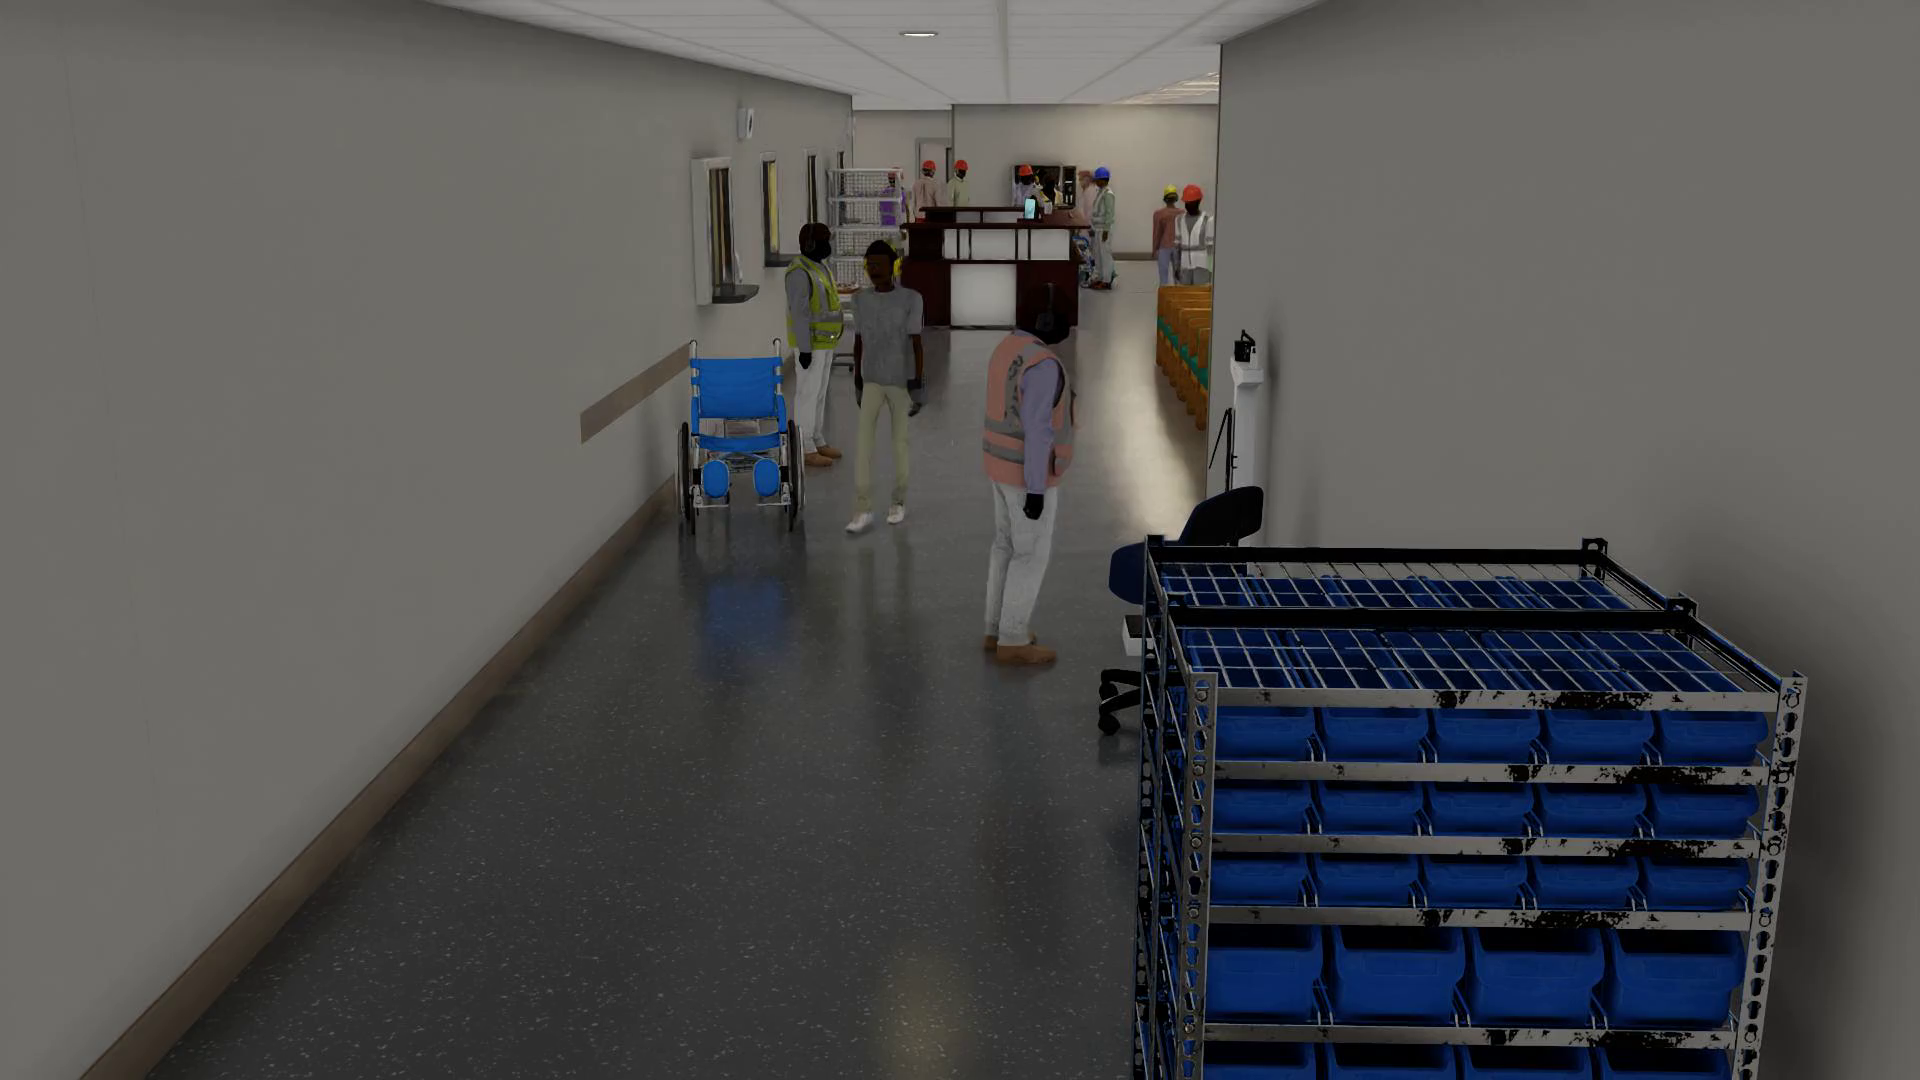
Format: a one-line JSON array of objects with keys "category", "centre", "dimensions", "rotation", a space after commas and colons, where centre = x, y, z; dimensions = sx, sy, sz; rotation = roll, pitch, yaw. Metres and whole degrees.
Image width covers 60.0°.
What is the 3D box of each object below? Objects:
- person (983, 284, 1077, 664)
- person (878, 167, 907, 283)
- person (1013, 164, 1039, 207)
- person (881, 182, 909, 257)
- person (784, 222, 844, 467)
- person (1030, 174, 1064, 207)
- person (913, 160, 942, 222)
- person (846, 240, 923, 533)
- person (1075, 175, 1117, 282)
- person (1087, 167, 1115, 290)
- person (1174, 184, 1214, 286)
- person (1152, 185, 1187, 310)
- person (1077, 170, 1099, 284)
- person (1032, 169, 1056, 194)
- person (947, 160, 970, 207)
[{"category": "person", "centre": [0.326, -0.310, 7.964], "dimensions": [0.432, 1.821, 0.659], "rotation": [-4, 14, -16]}, {"category": "person", "centre": [-1.060, -5.065, 26.998], "dimensions": [0.551, 1.934, 0.373], "rotation": [12, 19, 41]}, {"category": "person", "centre": [1.173, -5.729, 29.717], "dimensions": [0.550, 1.928, 0.389], "rotation": [10, 17, 34]}, {"category": "person", "centre": [-1.148, -5.592, 29.348], "dimensions": [0.509, 1.840, 0.347], "rotation": [-3, 14, -11]}, {"category": "person", "centre": [-1.101, -1.493, 12.702], "dimensions": [0.429, 1.840, 0.637], "rotation": [3, 14, 10]}, {"category": "person", "centre": [1.423, -4.985, 26.896], "dimensions": [0.625, 1.838, 0.430], "rotation": [-7, 16, -27]}, {"category": "person", "centre": [-0.587, -5.936, 30.441], "dimensions": [0.609, 1.986, 0.410], "rotation": [8, 16, 29]}, {"category": "person", "centre": [-0.477, -0.959, 10.540], "dimensions": [0.516, 1.842, 0.804], "rotation": [3, 14, 11]}, {"category": "person", "centre": [2.236, -5.178, 27.757], "dimensions": [0.932, 1.802, 0.555], "rotation": [8, 16, 30]}, {"category": "person", "centre": [2.290, -4.995, 26.689], "dimensions": [0.387, 1.948, 0.601], "rotation": [-3, 14, -10]}, {"category": "person", "centre": [2.842, -3.298, 19.894], "dimensions": [0.557, 1.910, 0.697], "rotation": [11, 17, 37]}, {"category": "person", "centre": [2.964, -4.120, 23.523], "dimensions": [0.533, 1.765, 0.331], "rotation": [-3, 14, -11]}, {"category": "person", "centre": [2.156, -5.180, 27.593], "dimensions": [0.463, 1.870, 0.674], "rotation": [3, 14, 11]}, {"category": "person", "centre": [1.448, -5.530, 29.040], "dimensions": [0.519, 1.865, 0.331], "rotation": [-8, 16, -30]}, {"category": "person", "centre": [-0.006, -6.130, 31.239], "dimensions": [0.418, 1.982, 0.622], "rotation": [10, 17, 34]}]
